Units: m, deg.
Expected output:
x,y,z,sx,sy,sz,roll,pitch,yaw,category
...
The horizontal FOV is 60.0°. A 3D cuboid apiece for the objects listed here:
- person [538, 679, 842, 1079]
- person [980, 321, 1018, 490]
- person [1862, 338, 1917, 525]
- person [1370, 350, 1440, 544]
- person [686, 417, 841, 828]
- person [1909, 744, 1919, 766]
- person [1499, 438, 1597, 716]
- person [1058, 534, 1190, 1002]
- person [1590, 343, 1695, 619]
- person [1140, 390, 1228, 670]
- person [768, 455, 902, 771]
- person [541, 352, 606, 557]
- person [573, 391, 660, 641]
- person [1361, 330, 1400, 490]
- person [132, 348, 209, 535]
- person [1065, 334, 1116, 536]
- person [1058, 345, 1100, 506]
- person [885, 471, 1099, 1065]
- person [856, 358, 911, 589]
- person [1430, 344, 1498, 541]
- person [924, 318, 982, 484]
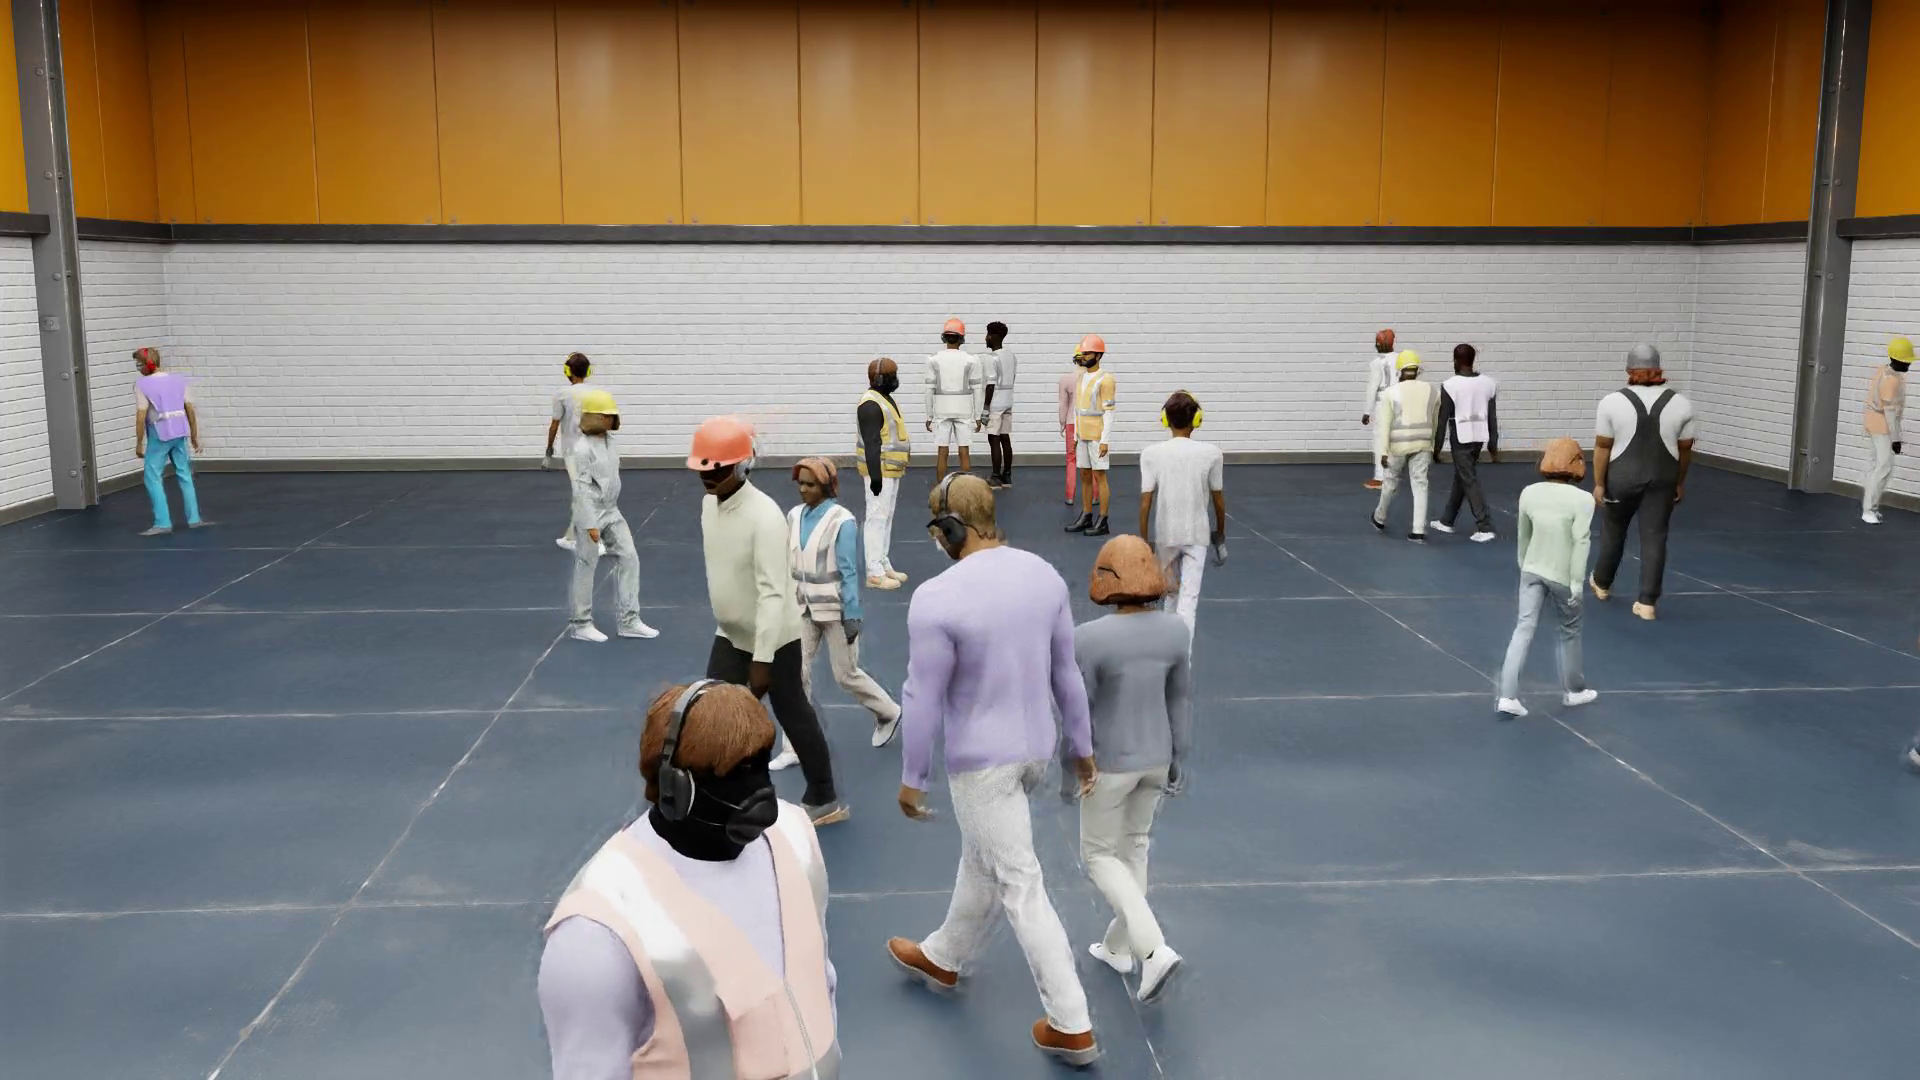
x,y,z,sx,sy,sz,roll,pitch,yaw,category
-0.493,1.121,3.016,0.755,1.823,0.630,5,10,29,person
0.433,-1.571,19.452,0.361,1.965,0.613,5,11,31,person
9.372,-1.103,16.819,0.385,1.877,0.710,4,10,25,person
4.209,-0.896,15.757,0.615,1.781,0.915,-1,9,-5,person
-0.914,0.416,7.161,1.087,1.902,0.625,-9,13,-44,person
4.907,0.366,7.849,0.604,1.796,0.910,-4,10,-22,person
3.361,0.208,9.477,0.869,1.585,0.509,-7,12,-38,person
0.601,0.791,5.763,0.502,1.621,0.583,-5,10,-29,person
5.043,-0.485,12.405,0.703,2.000,0.974,2,9,10,person
1.326,0.024,9.941,0.508,1.830,0.995,3,9,17,person
-0.638,0.351,8.510,0.520,1.604,0.757,9,12,43,person
-3.407,-0.763,14.844,0.975,1.828,0.513,9,13,44,person
-2.359,-0.146,11.256,0.708,1.716,0.520,4,10,22,person
5.000,-1.517,19.439,0.628,1.865,0.373,-5,10,-30,person
-7.664,-0.962,16.188,0.378,1.813,0.751,3,10,20,person
1.259,-1.010,16.008,0.350,1.942,0.547,-6,11,-32,person
1.329,-1.246,18.046,0.525,1.769,0.310,1,9,8,person
0.109,0.711,5.435,1.024,1.869,0.675,9,13,44,person
-0.612,-0.540,13.372,0.429,1.842,0.633,1,9,9,person
4.813,-0.934,15.825,0.598,1.860,1.027,-4,10,-22,person
-0.070,-1.359,17.884,0.615,2.042,0.374,1,9,3,person
